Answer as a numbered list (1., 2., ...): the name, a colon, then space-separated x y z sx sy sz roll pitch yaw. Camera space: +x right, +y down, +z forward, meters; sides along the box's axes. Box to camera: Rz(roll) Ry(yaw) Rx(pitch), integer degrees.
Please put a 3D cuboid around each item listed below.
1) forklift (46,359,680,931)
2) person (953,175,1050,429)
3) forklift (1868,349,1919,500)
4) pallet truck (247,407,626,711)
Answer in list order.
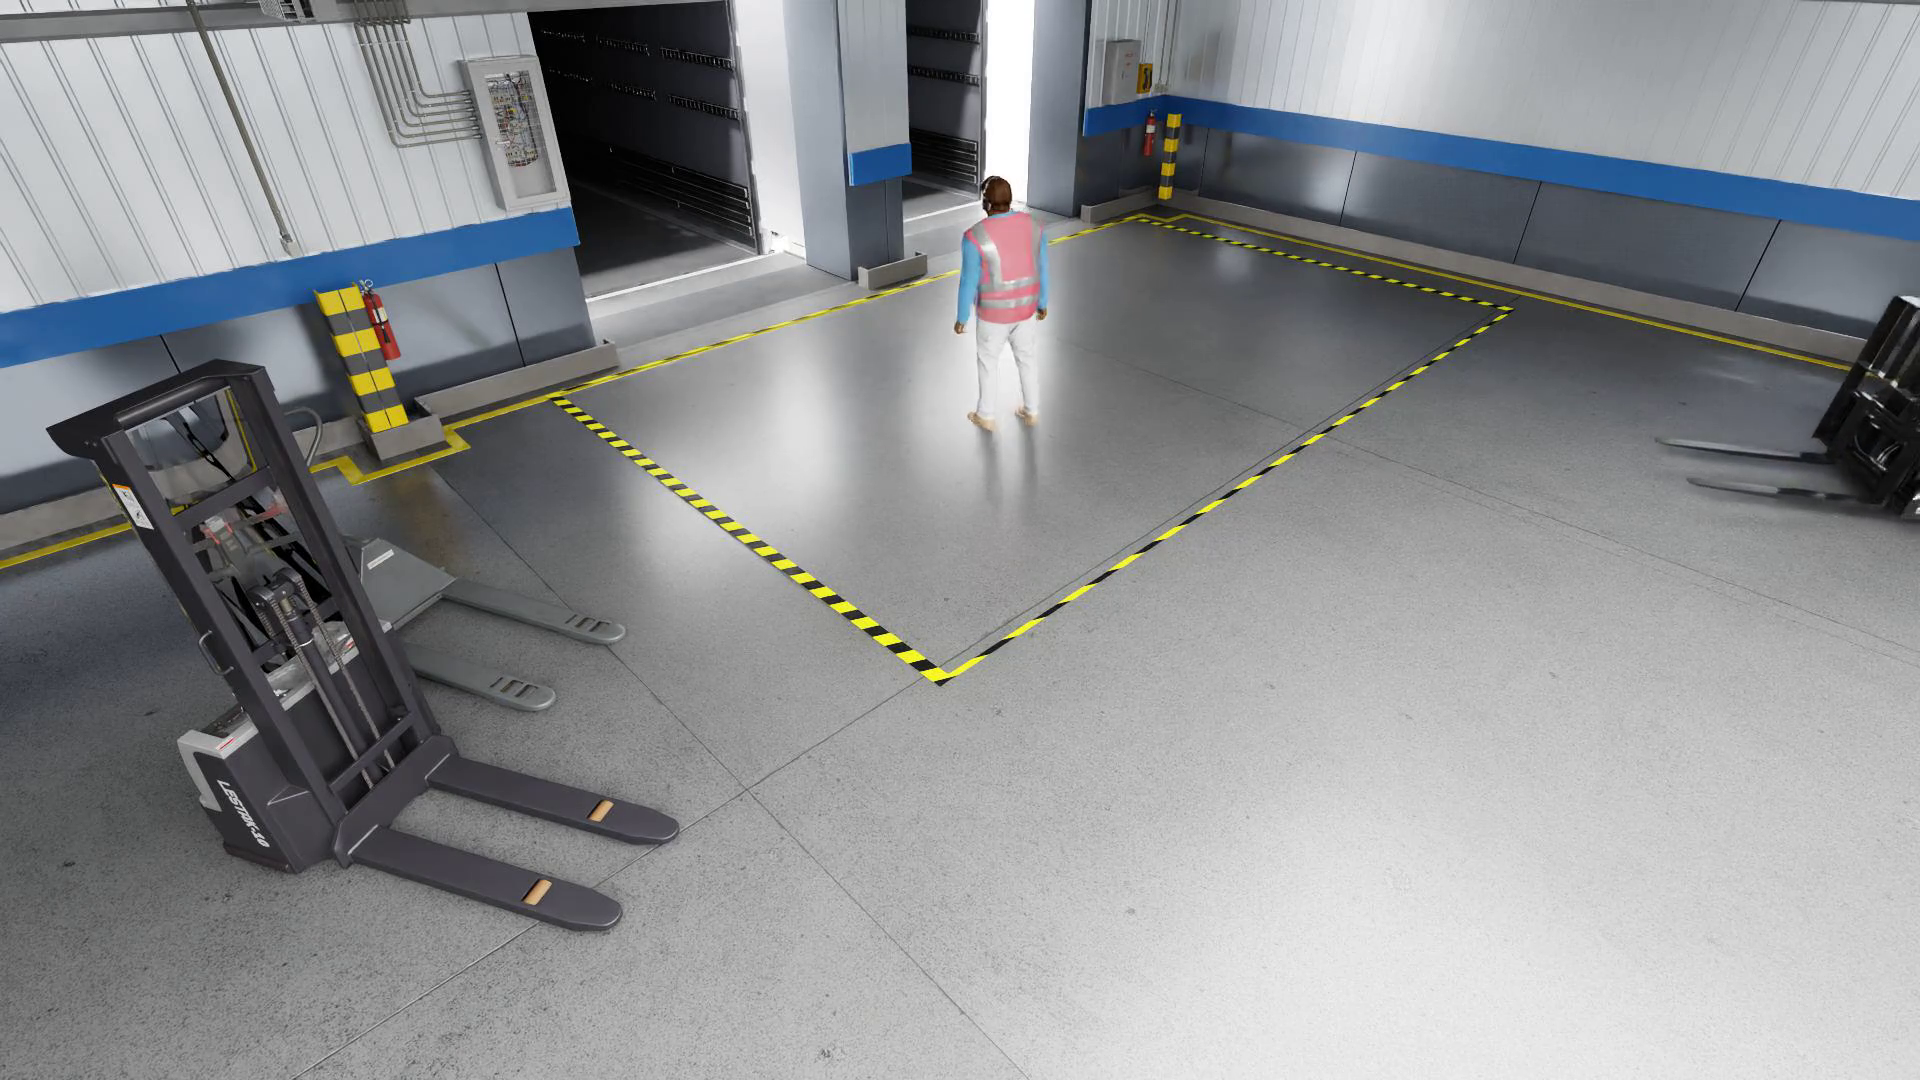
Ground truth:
1. forklift: -2.135 0.422 3.354 1.885 1.965 0.823 10 35 14
2. person: 0.322 -1.642 6.578 0.728 1.824 0.458 -16 37 -22
3. forklift: 7.192 -1.060 5.218 2.680 2.036 1.157 8 35 12
4. pallet truck: -2.628 0.038 4.590 1.601 1.201 0.680 12 36 18
